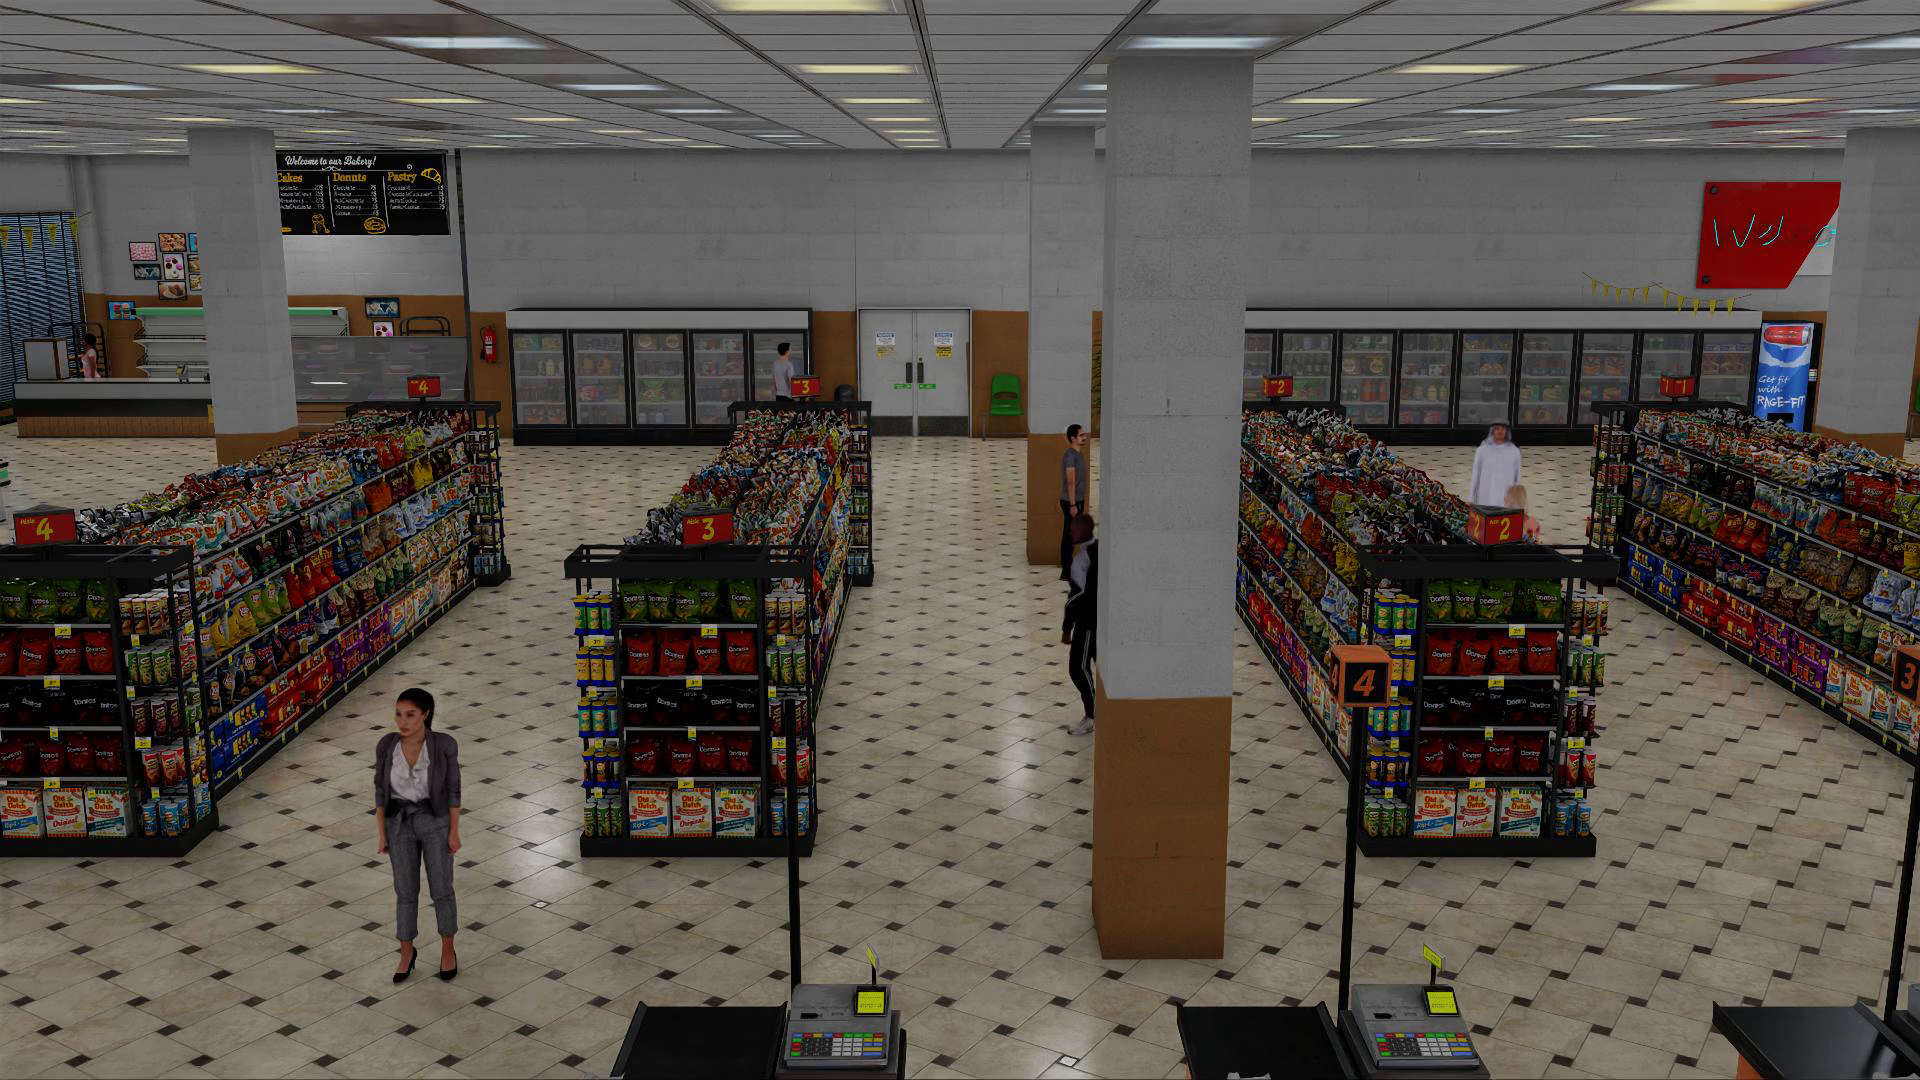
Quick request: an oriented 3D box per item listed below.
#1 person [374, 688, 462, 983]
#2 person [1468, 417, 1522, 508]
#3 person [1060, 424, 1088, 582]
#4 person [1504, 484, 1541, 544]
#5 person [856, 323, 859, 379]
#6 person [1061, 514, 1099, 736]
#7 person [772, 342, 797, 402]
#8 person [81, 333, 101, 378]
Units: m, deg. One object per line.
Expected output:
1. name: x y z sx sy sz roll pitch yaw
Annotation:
1. person: -2.974 1.610 9.173 0.620 1.679 0.588 -1 12 -3
2. person: 5.817 -0.389 18.180 0.866 1.881 1.286 2 12 9
3. person: 1.270 -0.437 18.714 0.715 1.754 0.518 2 12 9
4. person: 5.020 0.364 15.013 0.601 1.712 0.623 0 12 2
5. person: -1.866 -3.468 33.102 0.696 1.756 0.893 0 12 1
6. person: 1.140 0.641 13.498 0.865 1.793 0.933 -7 14 -31
7. person: -2.883 -2.326 27.418 0.790 1.863 0.727 -11 16 -43
8. person: -15.949 -2.934 30.601 0.713 1.741 0.581 -5 13 -24
